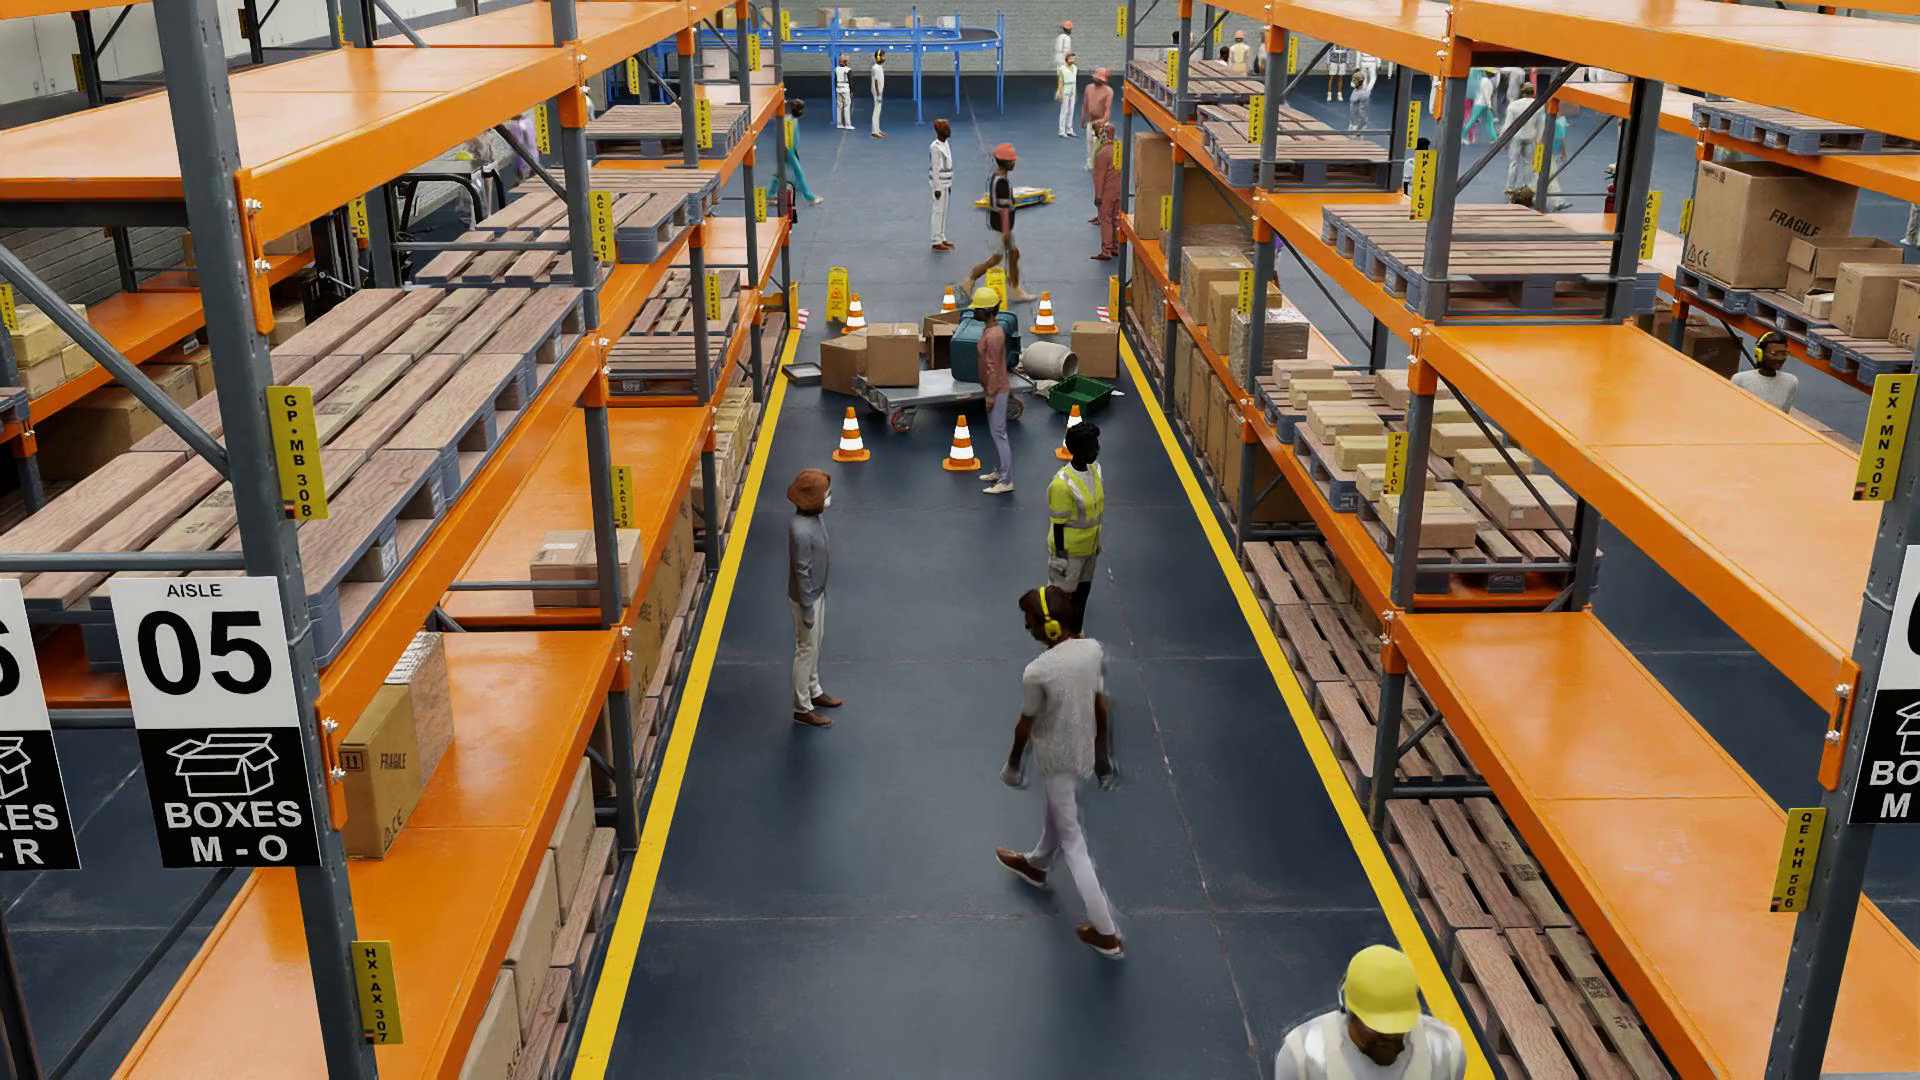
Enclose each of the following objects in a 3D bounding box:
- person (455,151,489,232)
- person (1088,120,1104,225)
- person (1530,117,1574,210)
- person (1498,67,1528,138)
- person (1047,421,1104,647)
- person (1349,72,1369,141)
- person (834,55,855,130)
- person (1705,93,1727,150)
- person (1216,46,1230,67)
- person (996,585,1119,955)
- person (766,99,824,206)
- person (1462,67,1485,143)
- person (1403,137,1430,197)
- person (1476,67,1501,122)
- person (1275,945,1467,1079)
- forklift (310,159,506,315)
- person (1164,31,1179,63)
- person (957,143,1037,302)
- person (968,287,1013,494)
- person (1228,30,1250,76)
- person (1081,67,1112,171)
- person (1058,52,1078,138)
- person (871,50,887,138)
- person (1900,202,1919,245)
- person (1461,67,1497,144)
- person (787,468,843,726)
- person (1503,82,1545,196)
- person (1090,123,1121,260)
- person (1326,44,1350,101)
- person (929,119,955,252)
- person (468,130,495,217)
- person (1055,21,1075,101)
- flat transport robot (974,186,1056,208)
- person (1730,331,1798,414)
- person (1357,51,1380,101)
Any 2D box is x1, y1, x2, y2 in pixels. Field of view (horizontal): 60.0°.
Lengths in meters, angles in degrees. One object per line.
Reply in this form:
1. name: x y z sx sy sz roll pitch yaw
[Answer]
1. person: -6.291 -4.098 21.490 0.403 1.823 0.586 -5 21 -12
2. person: 2.196 -5.801 26.267 0.288 1.629 0.501 -3 21 -8
3. person: 9.886 -6.398 27.588 0.941 1.808 0.586 18 27 40
4. person: 11.905 -9.492 35.732 0.516 1.829 0.540 -2 21 -5
5. person: 0.746 0.044 10.728 0.318 1.692 0.537 14 25 32
6. person: 7.340 -7.663 30.771 0.384 1.931 0.629 -1 21 -3
7. person: -2.639 -10.178 37.814 0.523 1.639 0.313 16 26 35
8. person: 15.599 -8.920 34.404 0.537 1.700 0.318 -5 21 -13
9. person: 5.749 -9.929 36.790 0.407 1.908 0.597 -6 22 -16
10. person: 0.463 1.045 7.932 0.939 1.822 0.520 17 27 38
11. person: -2.831 -6.463 27.826 1.006 1.765 0.589 0 21 1
12. person: 10.882 -9.489 35.579 0.624 1.944 1.020 -7 22 -17
13. person: 6.512 -4.894 23.767 0.533 1.698 0.318 -13 24 -30
14. person: 12.413 -10.789 39.100 0.608 1.890 0.871 19 28 41
15. person: 1.267 2.060 5.216 0.629 1.817 0.465 1 21 4
16. forklift: -5.622 -2.910 17.832 2.313 2.155 1.214 -1 21 -1
17. person: 5.251 -11.438 40.699 0.372 1.959 0.603 -17 26 -37
18. person: 0.458 -3.966 20.889 0.975 2.010 0.619 0 21 -1
19. person: 0.258 -1.276 14.136 0.382 1.755 0.538 -1 21 -3
20. person: 6.969 -11.773 41.665 0.551 1.924 0.678 2 21 6
21. person: 2.583 -7.961 31.521 0.657 1.958 0.499 15 26 35
22. person: 2.341 -9.728 36.360 0.399 1.834 0.569 17 26 37
23. person: -1.784 -9.772 36.434 0.316 1.861 0.533 2 21 6
24. person: 14.331 -5.248 24.653 0.485 1.737 0.322 2 21 6
25. person: 11.076 -9.206 35.164 0.979 1.700 0.518 13 24 30
26. person: -0.896 0.337 10.044 0.288 1.626 0.508 2 21 5
27. person: 9.757 -6.942 28.845 0.632 1.940 0.372 2 21 5
28. person: 2.084 -4.953 23.653 0.395 1.898 0.640 12 24 29
29. person: 9.855 -12.472 43.315 0.615 2.042 0.375 0 21 -1
30. person: -0.267 -5.162 24.223 0.345 1.882 0.590 5 21 13
31. person: -7.597 -5.933 26.496 0.371 1.715 0.530 9 22 22
32. person: 2.746 -12.493 43.397 0.567 2.021 0.627 -8 22 -20
33. flat transport robot: 0.940 -5.802 28.150 0.652 0.197 1.431 16 26 36
34. person: 5.833 -0.618 12.224 0.514 1.873 0.328 -1 21 -2
35. person: 10.606 -12.332 43.179 0.621 1.870 0.586 8 22 20
